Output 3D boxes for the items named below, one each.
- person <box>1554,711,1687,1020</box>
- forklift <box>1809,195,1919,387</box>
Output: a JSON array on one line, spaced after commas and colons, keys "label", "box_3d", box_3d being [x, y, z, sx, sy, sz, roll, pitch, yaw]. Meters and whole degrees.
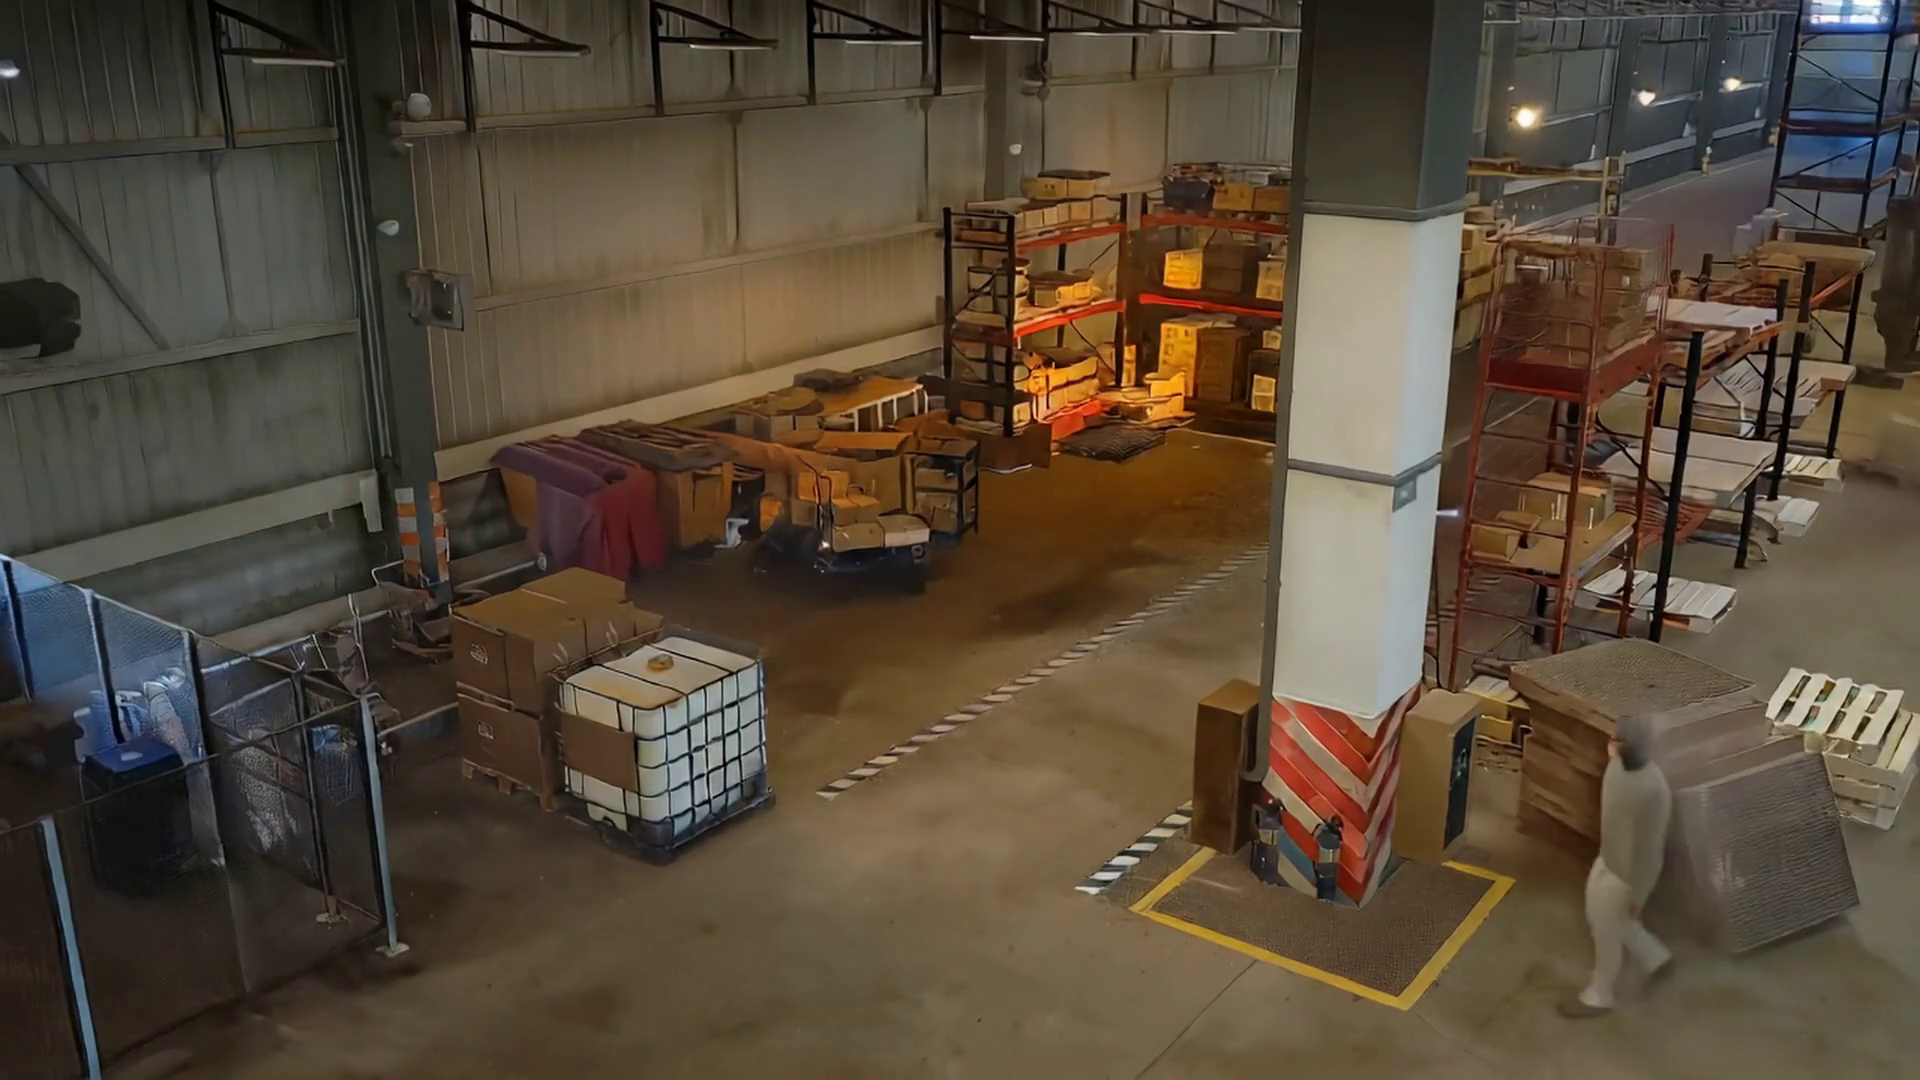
[{"label": "person", "box_3d": [3.841, 1.864, 9.450, 0.660, 1.921, 0.629, 1, 18, 2]}, {"label": "forklift", "box_3d": [14.162, -3.792, 25.223, 1.873, 2.768, 1.129, 13, 22, 34]}]
